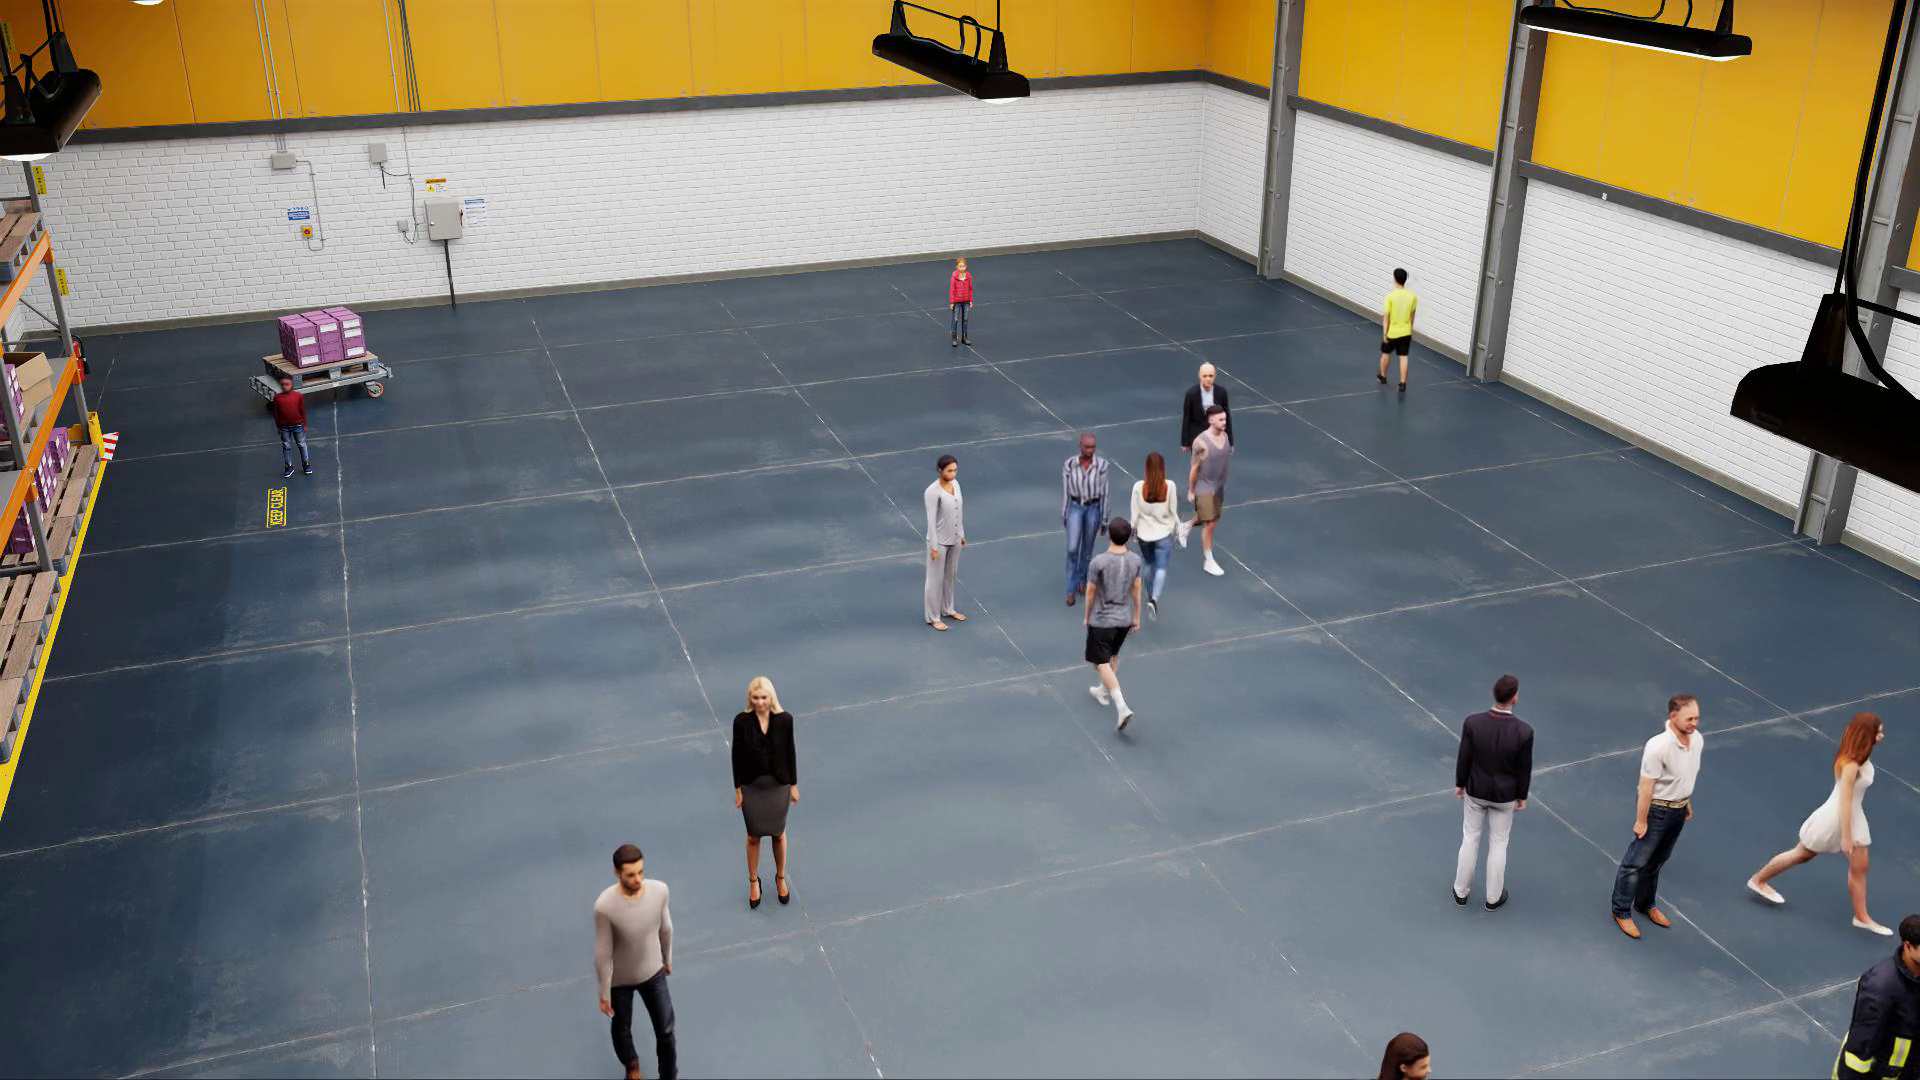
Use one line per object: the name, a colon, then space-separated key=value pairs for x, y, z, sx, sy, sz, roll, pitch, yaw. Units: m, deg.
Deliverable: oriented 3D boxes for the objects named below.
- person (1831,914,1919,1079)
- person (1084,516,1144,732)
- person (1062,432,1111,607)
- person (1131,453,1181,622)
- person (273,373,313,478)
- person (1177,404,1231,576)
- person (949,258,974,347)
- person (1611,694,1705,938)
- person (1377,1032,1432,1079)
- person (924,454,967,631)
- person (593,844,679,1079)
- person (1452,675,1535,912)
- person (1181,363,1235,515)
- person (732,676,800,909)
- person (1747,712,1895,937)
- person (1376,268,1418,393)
person: x=5.121 y=2.874 z=9.251 sx=0.808 sy=1.927 sz=0.698 roll=-11 pitch=26 yaw=-24
person: x=1.338 y=0.732 z=14.262 sx=0.656 sy=1.840 sz=1.111 roll=-9 pitch=25 yaw=-20
person: x=1.248 y=-0.271 z=16.639 sx=0.790 sy=1.773 sz=0.938 roll=1 pitch=24 yaw=2
person: x=1.894 y=-0.007 z=16.166 sx=0.949 sy=1.668 sz=1.112 roll=5 pitch=24 yaw=11
person: x=-7.990 y=-1.396 z=19.860 sx=0.499 sy=1.255 sz=0.472 roll=-8 pitch=25 yaw=-18
person: x=2.539 y=-0.576 z=17.344 sx=0.823 sy=1.825 sz=1.162 roll=-16 pitch=28 yaw=-32
person: x=0.010 y=-3.549 z=24.707 sx=0.506 sy=1.318 sz=0.483 roll=-8 pitch=25 yaw=-18
person: x=4.894 y=1.876 z=11.627 sx=0.682 sy=1.854 sz=0.578 roll=-11 pitch=26 yaw=-23
person: x=2.221 y=3.263 z=8.860 sx=1.070 sy=1.528 sz=0.887 roll=16 pitch=28 yaw=33
person: x=-0.163 y=-0.015 z=16.095 sx=0.724 sy=1.740 sz=0.718 roll=18 pitch=29 yaw=35
person: x=-2.001 y=2.575 z=10.040 sx=0.735 sy=1.845 sz=0.859 roll=-11 pitch=26 yaw=-24
person: x=3.771 y=1.801 z=11.820 sx=0.730 sy=1.836 sz=0.784 roll=10 pitch=26 yaw=22
person: x=2.737 y=-1.133 z=18.634 sx=0.892 sy=1.754 sz=1.228 roll=-2 pitch=24 yaw=-5
person: x=-1.386 y=1.793 z=11.831 sx=0.641 sy=1.844 sz=0.591 roll=-4 pitch=24 yaw=-10
person: x=6.061 y=1.953 z=11.694 sx=1.237 sy=1.659 sz=0.949 roll=19 pitch=30 yaw=36
person: x=5.985 y=-2.810 z=22.568 sx=0.886 sy=1.676 sz=1.174 roll=0 pitch=24 yaw=-1
